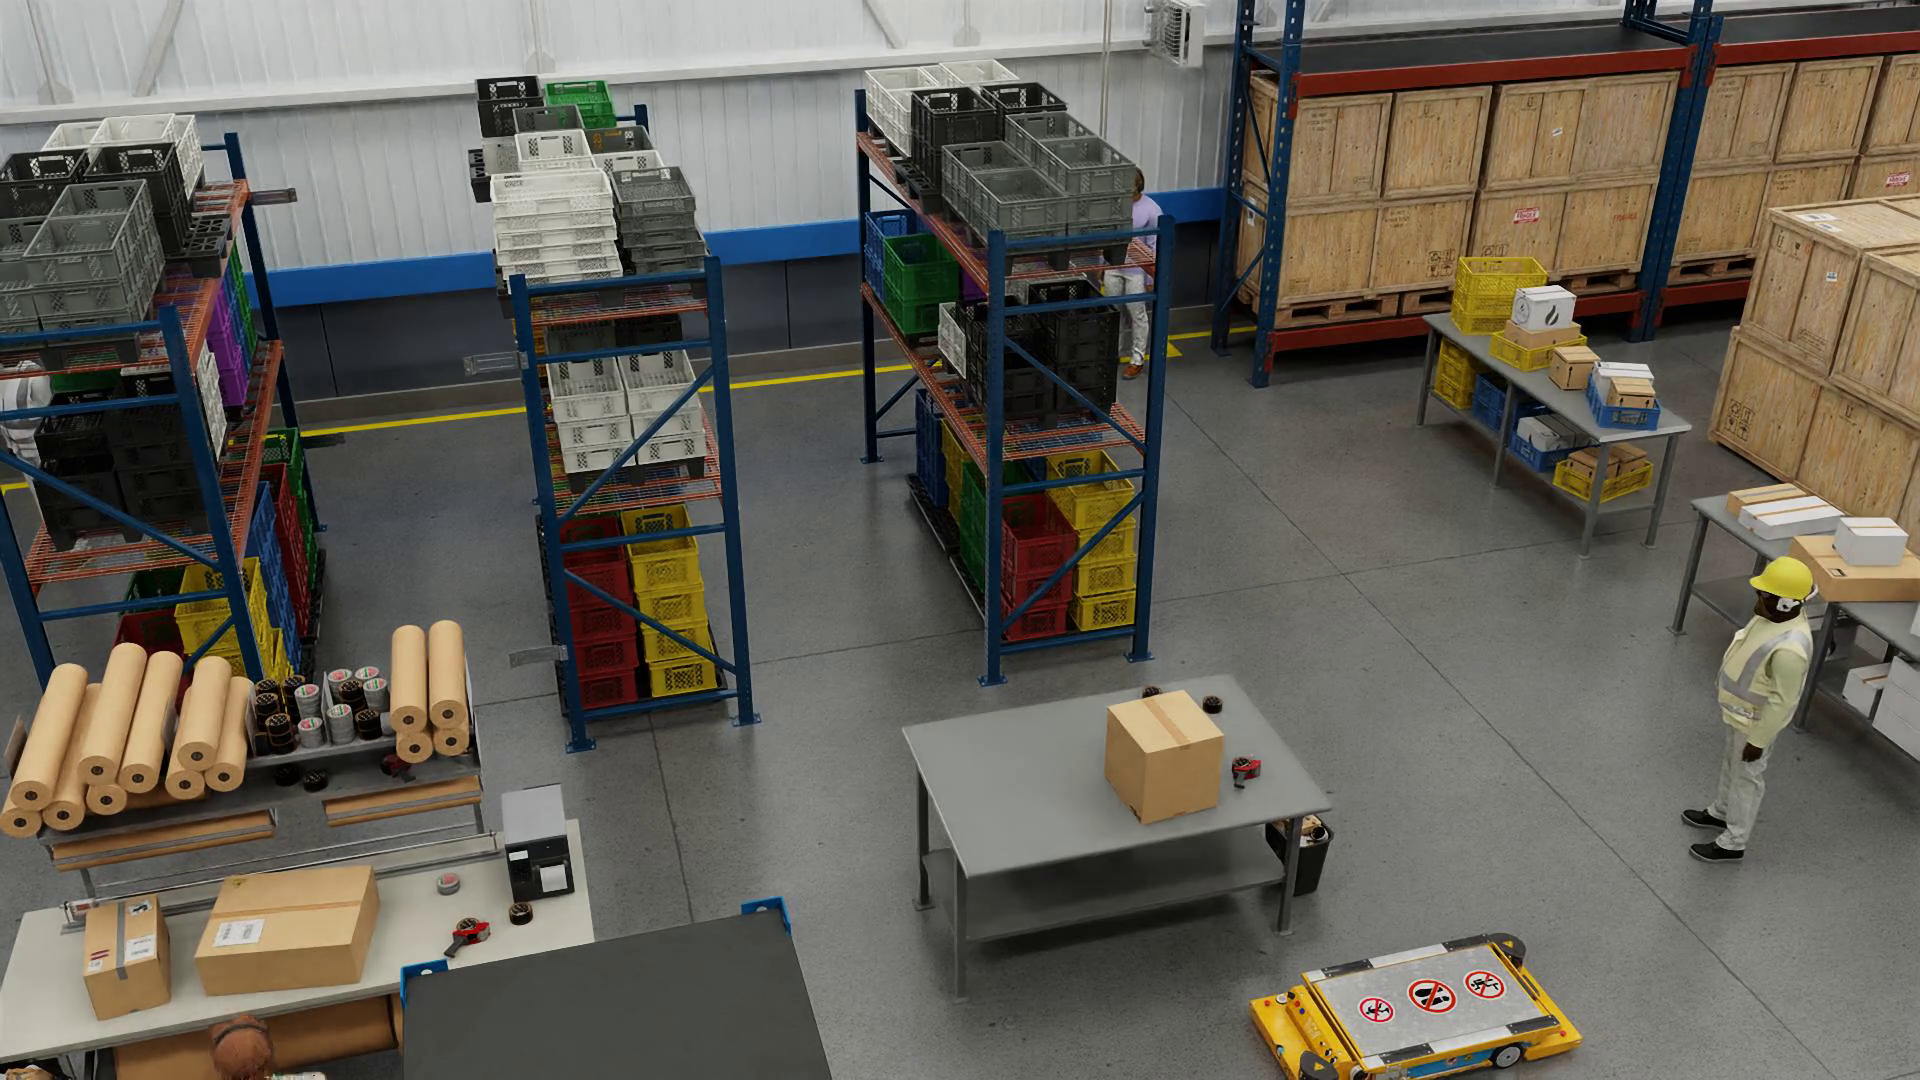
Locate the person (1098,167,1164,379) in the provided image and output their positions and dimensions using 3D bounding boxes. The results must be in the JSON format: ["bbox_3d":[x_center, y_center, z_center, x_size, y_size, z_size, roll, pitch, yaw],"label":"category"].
[{"bbox_3d":[1.495,-2.390,14.774,0.625,1.933,0.374,21,35,34],"label":"person"}]

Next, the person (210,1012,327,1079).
[{"bbox_3d":[-2.544,2.447,6.289,0.550,1.618,0.361,-8,30,-15],"label":"person"}]

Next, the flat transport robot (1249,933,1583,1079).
[{"bbox_3d":[2.184,2.282,7.980,1.431,0.197,0.652,-8,30,-14],"label":"flat transport robot"}]

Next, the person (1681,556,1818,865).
[{"bbox_3d":[4.227,0.903,8.879,0.404,1.832,0.599,8,30,14],"label":"person"}]

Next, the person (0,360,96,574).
[{"bbox_3d":[-6.492,-0.651,11.658,0.576,1.882,0.355,15,32,25],"label":"person"}]
